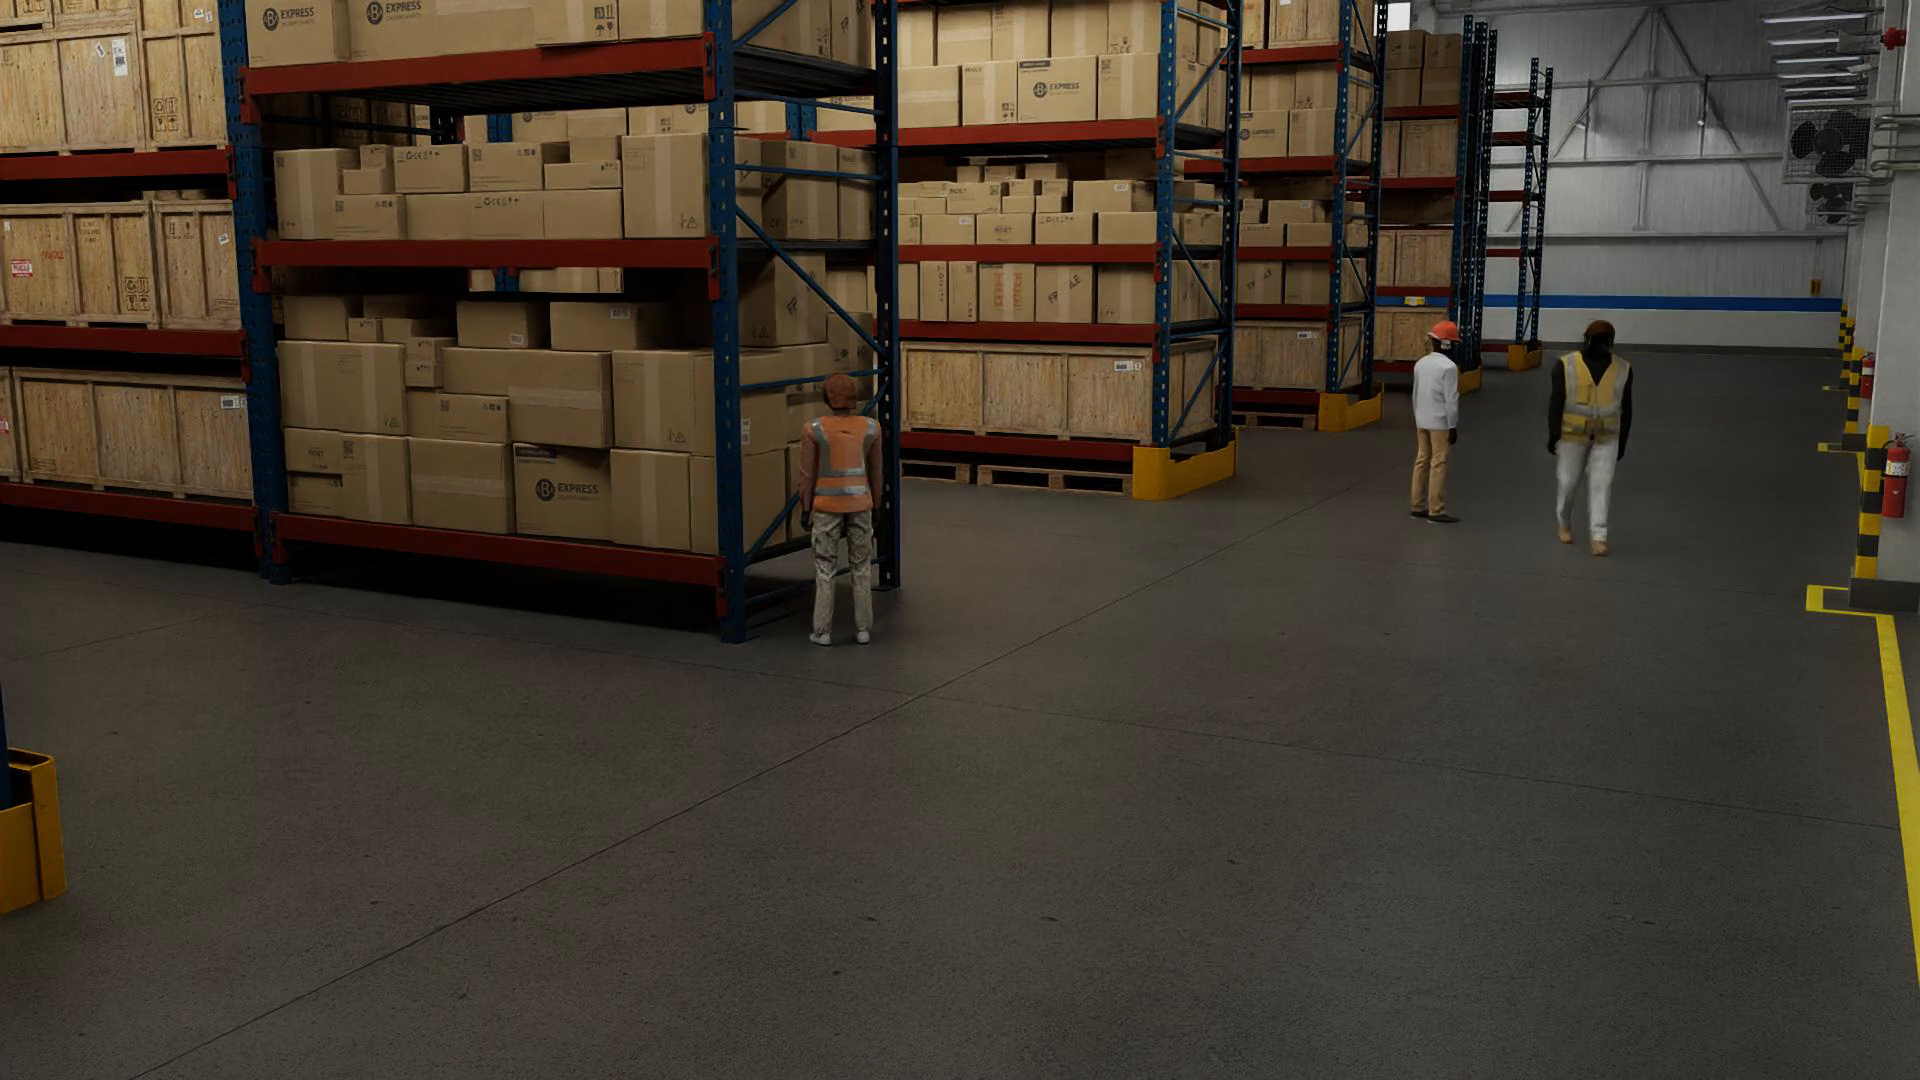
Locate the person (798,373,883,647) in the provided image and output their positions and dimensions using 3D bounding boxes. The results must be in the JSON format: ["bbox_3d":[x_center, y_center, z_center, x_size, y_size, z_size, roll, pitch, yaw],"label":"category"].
[{"bbox_3d":[-0.701,-0.175,9.874,0.518,1.631,0.317,-4,10,-19],"label":"person"}]

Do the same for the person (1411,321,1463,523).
[{"bbox_3d":[4.163,-1.027,14.456,0.345,1.746,0.573,-3,10,-18],"label":"person"}]

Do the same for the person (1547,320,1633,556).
[{"bbox_3d":[4.938,-0.818,13.054,0.643,1.818,0.755,2,10,11],"label":"person"}]

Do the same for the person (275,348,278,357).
[{"bbox_3d":[-8.028,-1.982,19.458,0.382,1.935,0.547,-3,10,-17],"label":"person"}]
